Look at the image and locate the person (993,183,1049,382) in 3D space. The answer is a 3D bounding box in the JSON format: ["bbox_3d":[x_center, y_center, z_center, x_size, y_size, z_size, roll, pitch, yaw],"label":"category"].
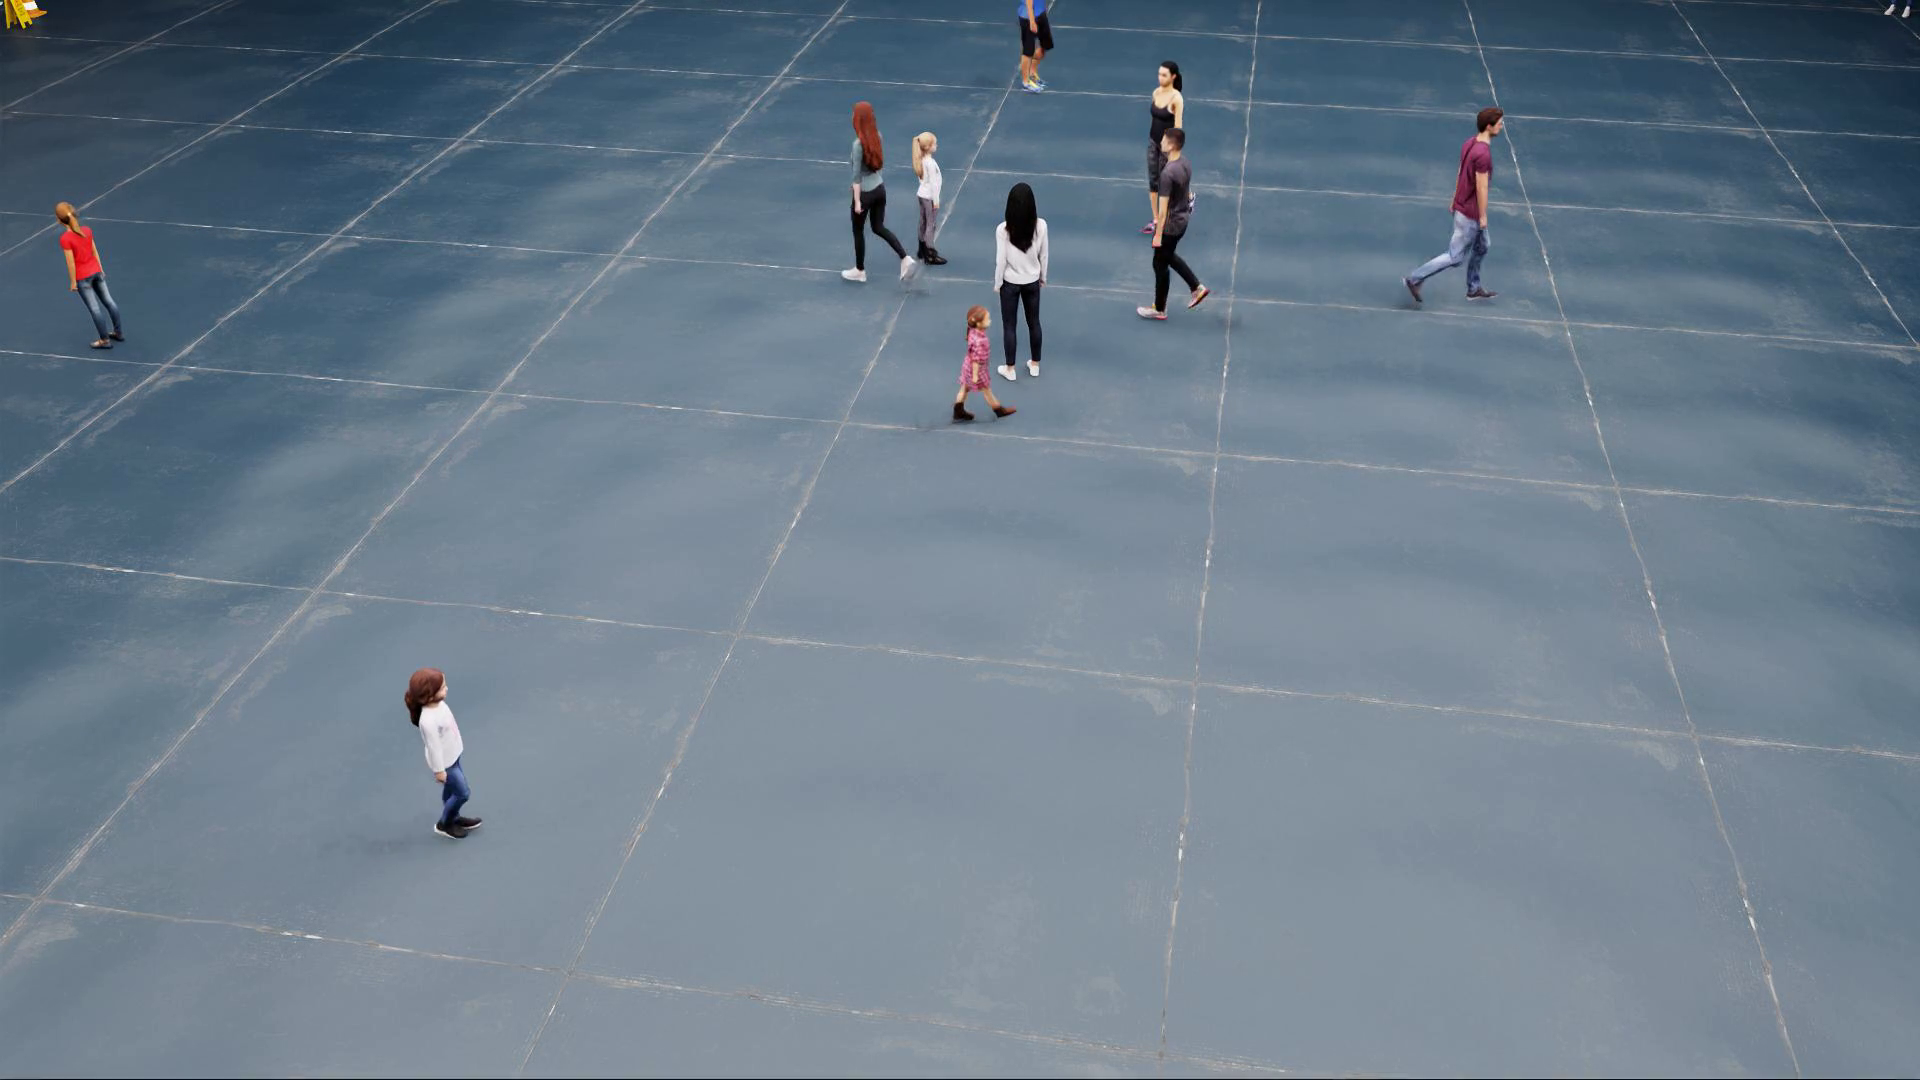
[{"bbox_3d":[0.502,-2.131,13.726,0.651,1.699,0.764,-10,34,-15],"label":"person"}]

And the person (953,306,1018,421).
[{"bbox_3d":[0.084,-1.384,13.198,0.778,0.999,0.560,-3,32,-5],"label":"person"}]

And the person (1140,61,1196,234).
[{"bbox_3d":[2.098,-3.910,16.537,0.943,1.709,0.894,-22,38,-30],"label":"person"}]

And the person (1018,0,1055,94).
[{"bbox_3d":[0.810,-6.446,20.418,0.696,1.858,0.712,14,35,21],"label":"person"}]

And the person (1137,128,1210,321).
[{"bbox_3d":[1.934,-2.752,14.661,0.901,1.752,0.733,11,34,17],"label":"person"}]

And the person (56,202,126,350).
[{"bbox_3d":[-7.510,-2.287,14.338,0.527,1.310,0.515,13,35,20],"label":"person"}]

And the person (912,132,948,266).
[{"bbox_3d":[-0.311,-3.288,15.955,0.623,1.279,0.578,-13,34,-19],"label":"person"}]

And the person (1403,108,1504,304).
[{"bbox_3d":[4.481,-2.943,14.907,1.144,1.812,0.693,3,32,4],"label":"person"}]

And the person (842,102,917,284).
[{"bbox_3d":[-0.757,-3.142,15.310,1.107,1.719,0.858,19,37,27],"label":"person"}]

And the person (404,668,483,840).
[{"bbox_3d":[-2.859,1.166,9.053,0.559,1.109,0.522,-4,32,-7],"label":"person"}]
